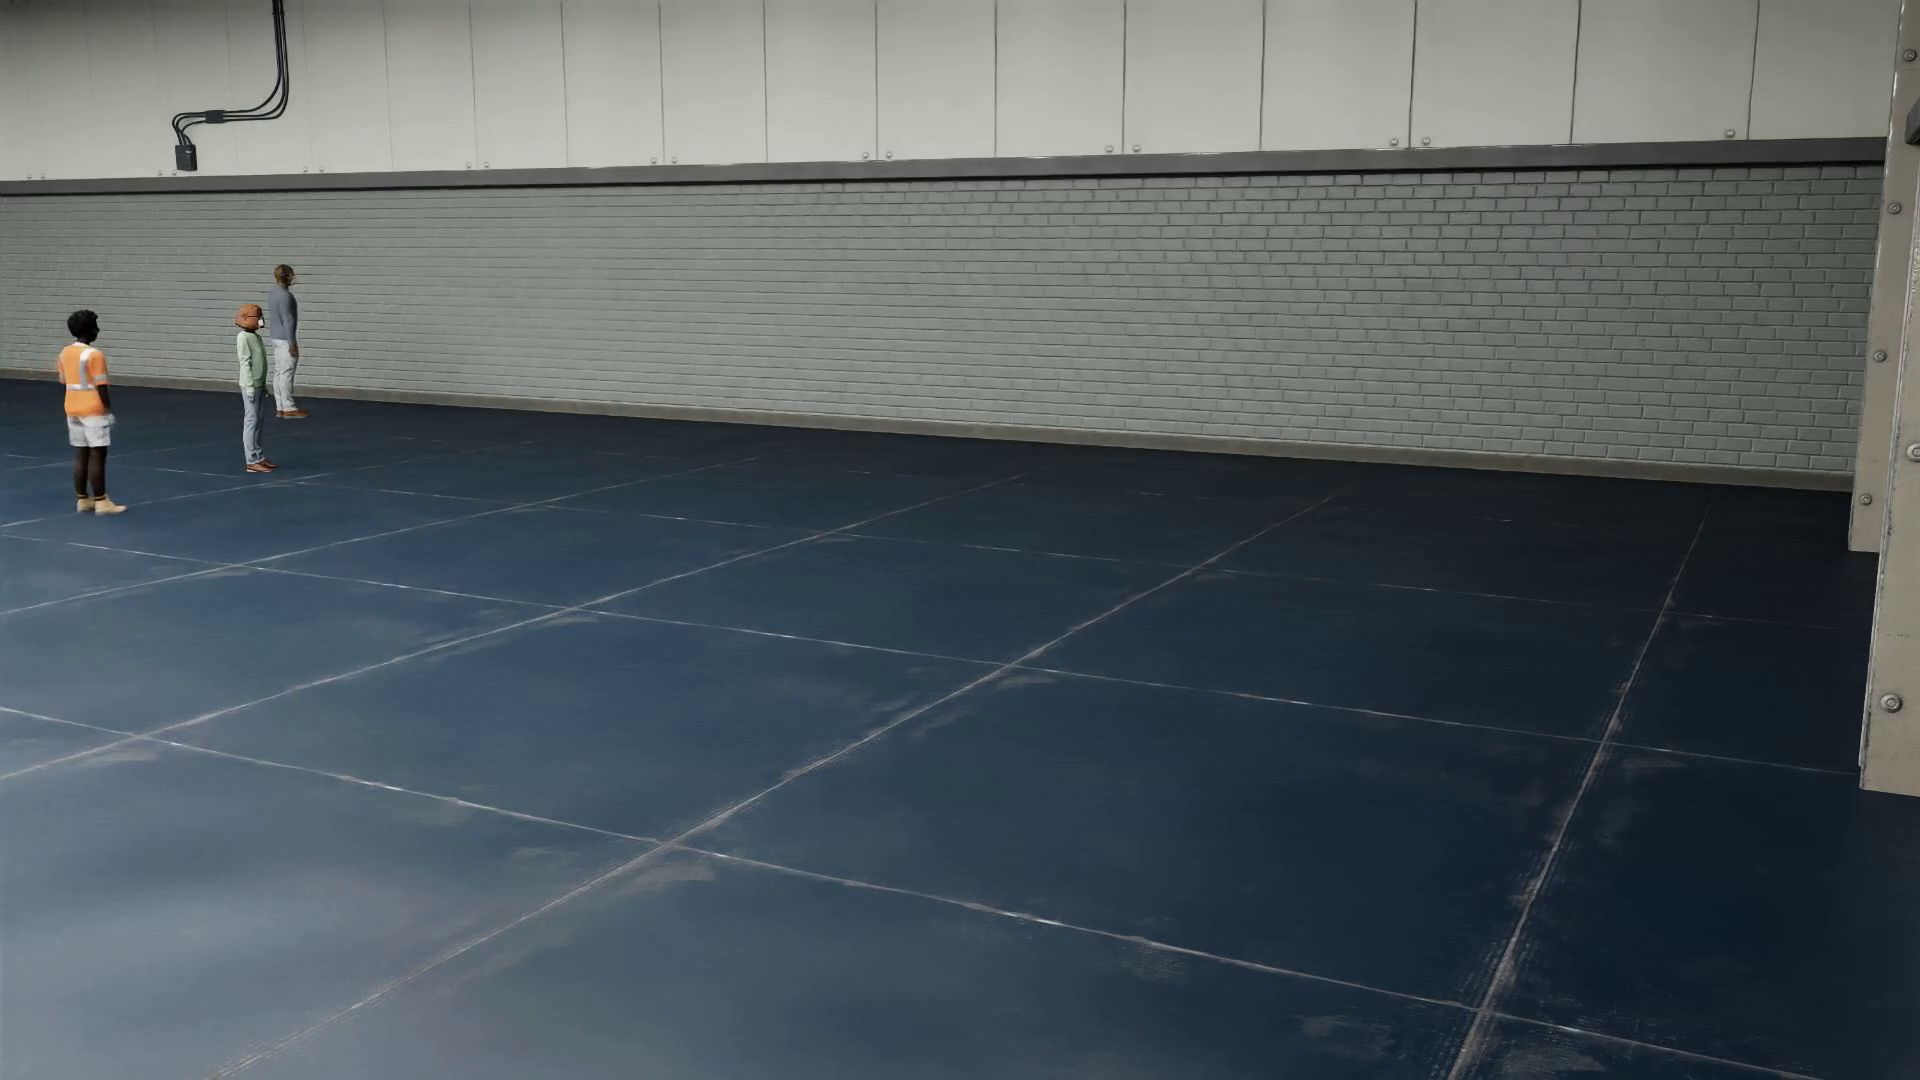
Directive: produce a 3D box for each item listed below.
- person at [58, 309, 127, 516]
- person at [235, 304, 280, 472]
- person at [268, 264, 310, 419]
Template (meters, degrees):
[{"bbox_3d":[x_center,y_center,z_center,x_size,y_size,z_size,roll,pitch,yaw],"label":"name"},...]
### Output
[{"bbox_3d":[-7.159,-1.045,13.681,0.541,1.695,0.317,7,12,32],"label":"person"},{"bbox_3d":[-6.881,-1.484,16.246,0.284,1.633,0.500,-1,10,-7],"label":"person"},{"bbox_3d":[-8.498,-2.500,20.955,0.374,1.939,0.629,-7,13,-35],"label":"person"}]
